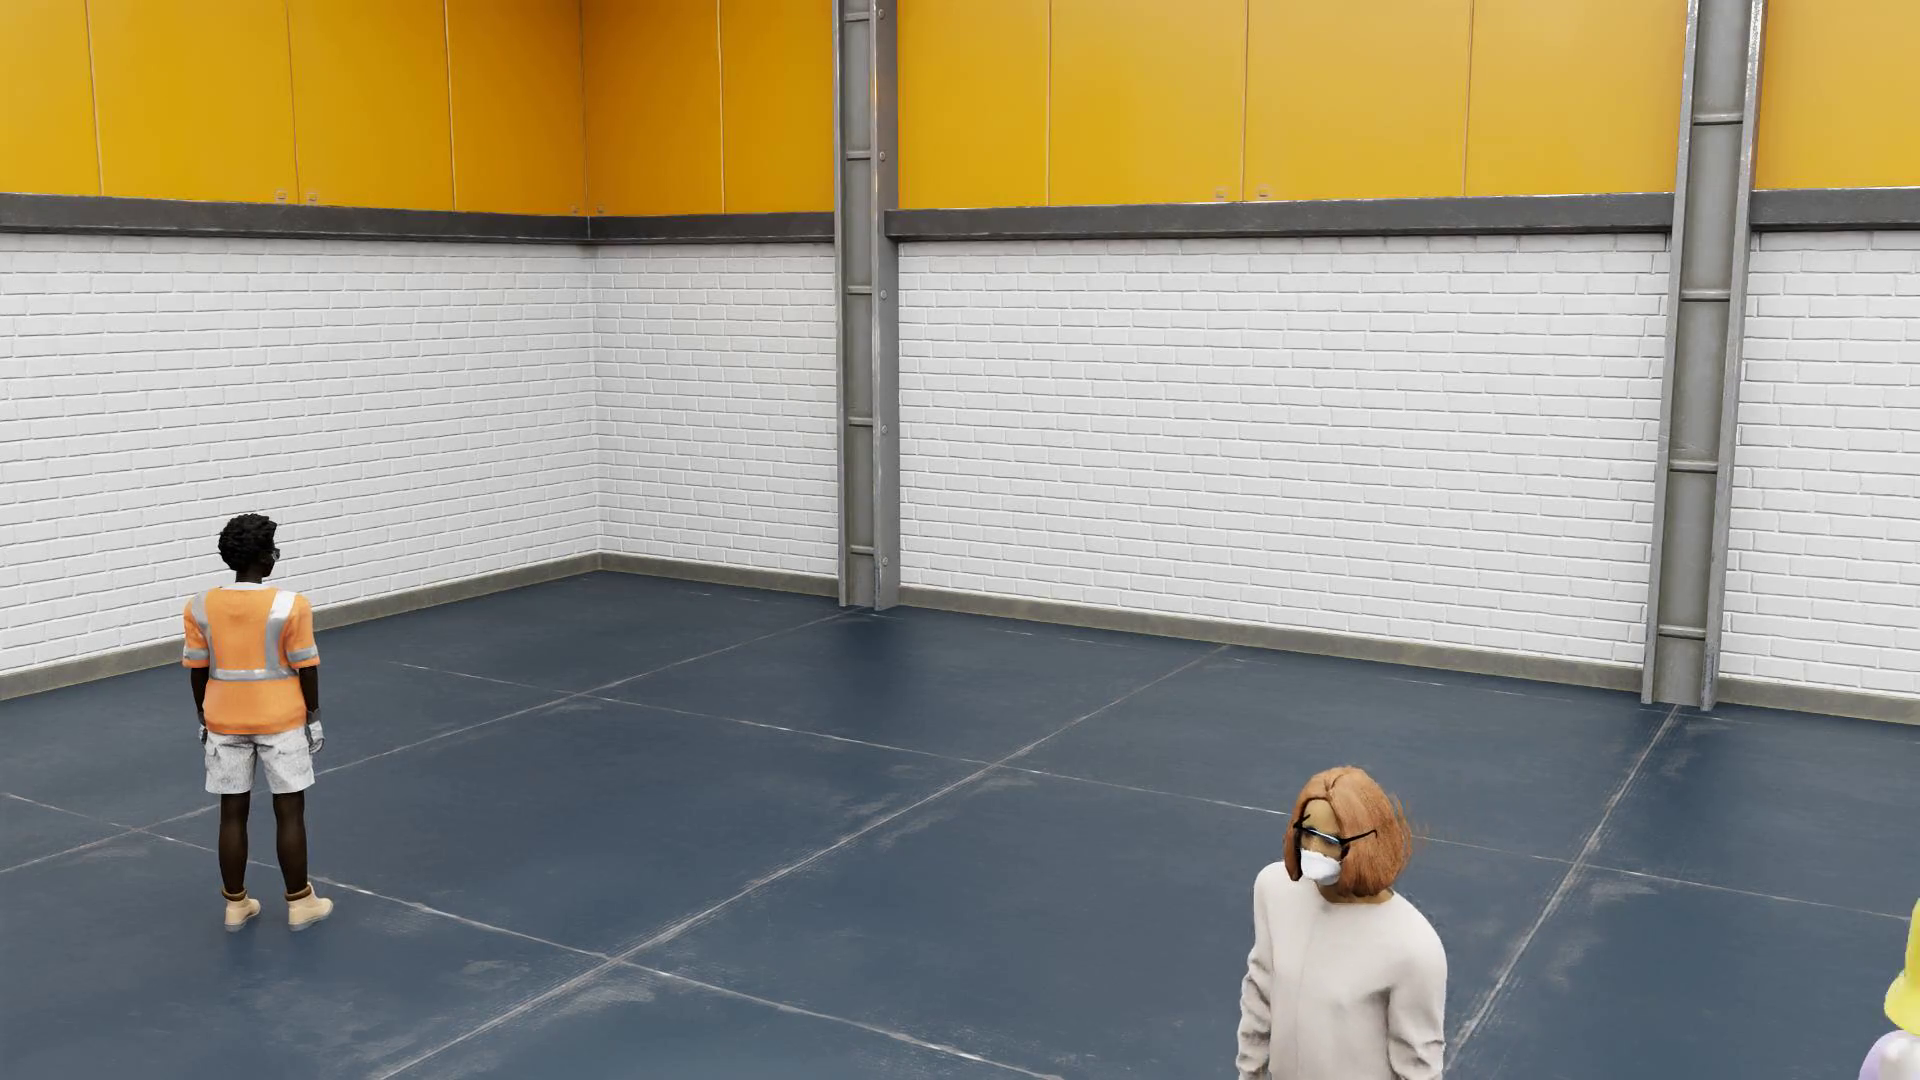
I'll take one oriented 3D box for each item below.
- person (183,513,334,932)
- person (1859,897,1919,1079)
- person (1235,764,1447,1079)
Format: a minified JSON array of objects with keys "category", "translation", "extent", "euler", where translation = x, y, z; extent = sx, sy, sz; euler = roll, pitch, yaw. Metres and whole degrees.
[{"category":"person","translation":[-2.821,0.735,6.693],"extent":[0.538,1.698,0.319],"euler":[0,9,2]},{"category":"person","translation":[1.472,1.348,2.358],"extent":[0.975,1.858,0.672],"euler":[-3,9,-17]},{"category":"person","translation":[0.859,1.259,3.657],"extent":[0.566,1.616,0.516],"euler":[-7,11,-36]}]
